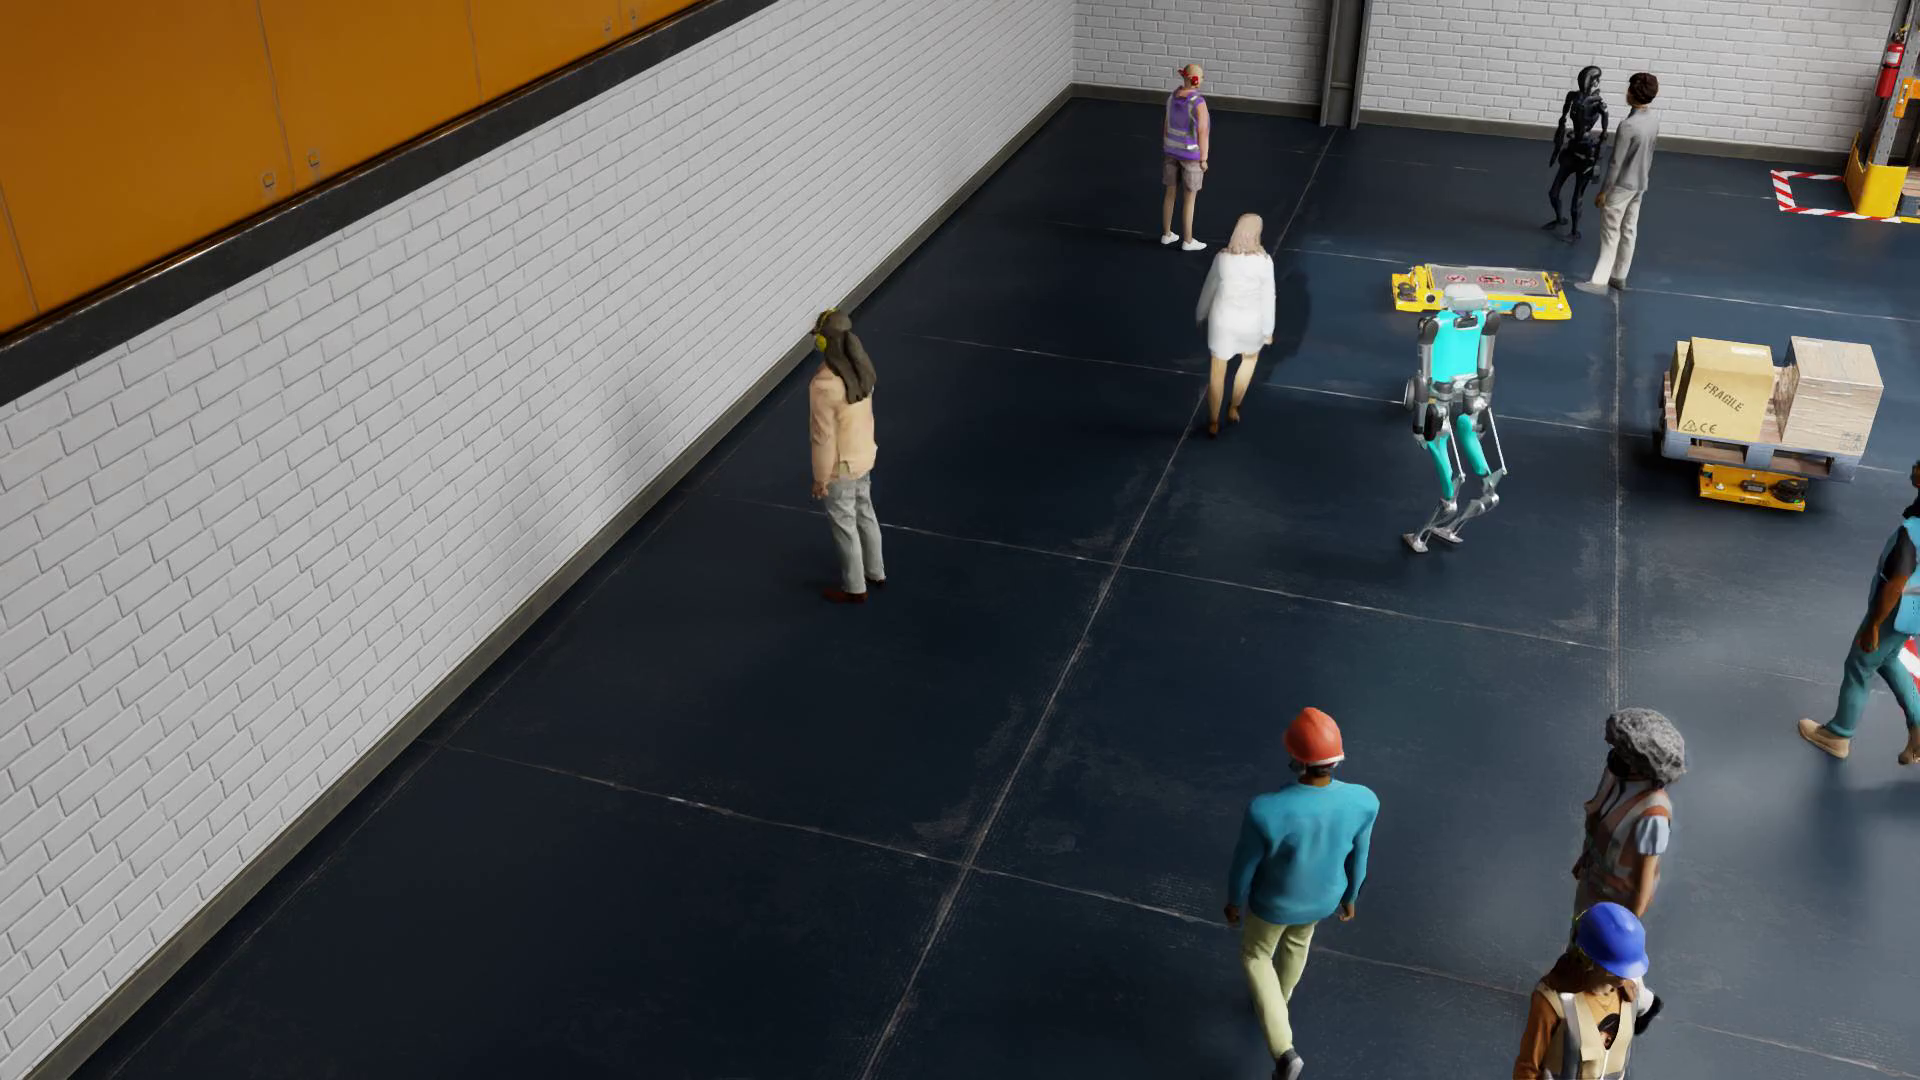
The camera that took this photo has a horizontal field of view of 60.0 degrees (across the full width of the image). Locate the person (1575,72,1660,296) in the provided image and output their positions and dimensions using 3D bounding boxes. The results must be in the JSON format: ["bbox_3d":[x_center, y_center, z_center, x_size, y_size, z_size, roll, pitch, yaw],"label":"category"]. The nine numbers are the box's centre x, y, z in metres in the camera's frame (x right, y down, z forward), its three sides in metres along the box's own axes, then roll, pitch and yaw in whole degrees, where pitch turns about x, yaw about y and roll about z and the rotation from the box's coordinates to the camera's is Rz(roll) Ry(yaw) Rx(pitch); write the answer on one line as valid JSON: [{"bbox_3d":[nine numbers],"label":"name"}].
[{"bbox_3d":[5.666,-3.008,14.141,0.535,1.897,0.391,-19,35,-29],"label":"person"}]

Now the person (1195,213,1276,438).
[{"bbox_3d":[1.953,-1.530,11.858,0.594,1.637,0.461,9,32,15],"label":"person"}]

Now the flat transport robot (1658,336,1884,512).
[{"bbox_3d":[5.544,-0.640,11.714,0.659,0.231,1.431,10,32,16],"label":"flat transport robot"}]

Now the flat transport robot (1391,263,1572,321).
[{"bbox_3d":[4.453,-2.125,14.241,1.431,0.231,0.659,5,31,8],"label":"flat transport robot"}]

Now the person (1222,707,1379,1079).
[{"bbox_3d":[1.369,1.432,6.741,0.569,1.719,0.712,-5,31,-9],"label":"person"}]

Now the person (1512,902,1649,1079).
[{"bbox_3d":[2.112,1.957,5.805,0.468,1.778,0.314,-11,32,-17],"label":"person"}]

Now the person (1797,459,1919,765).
[{"bbox_3d":[4.789,0.380,8.415,0.537,1.852,0.607,-15,34,-24],"label":"person"}]

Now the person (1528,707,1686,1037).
[{"bbox_3d":[2.704,1.413,6.826,0.432,1.681,0.442,-1,30,-2],"label":"person"}]

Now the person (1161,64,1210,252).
[{"bbox_3d":[2.045,-3.473,15.129,0.348,1.691,0.481,-24,38,-35],"label":"person"}]

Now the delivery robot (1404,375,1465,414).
[{"bbox_3d":[3.650,-1.285,12.501,0.499,0.566,0.739,10,32,16],"label":"delivery robot"}]

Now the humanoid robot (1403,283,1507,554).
[{"bbox_3d":[3.111,-0.684,10.277,0.544,1.734,0.687,-8,31,-13],"label":"humanoid robot"}]

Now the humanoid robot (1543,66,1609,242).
[{"bbox_3d":[5.697,-3.542,15.279,0.394,1.639,0.612,-15,34,-24],"label":"humanoid robot"}]

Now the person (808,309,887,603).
[{"bbox_3d":[-0.682,-0.473,9.867,0.386,1.865,0.580,15,33,23],"label":"person"}]
